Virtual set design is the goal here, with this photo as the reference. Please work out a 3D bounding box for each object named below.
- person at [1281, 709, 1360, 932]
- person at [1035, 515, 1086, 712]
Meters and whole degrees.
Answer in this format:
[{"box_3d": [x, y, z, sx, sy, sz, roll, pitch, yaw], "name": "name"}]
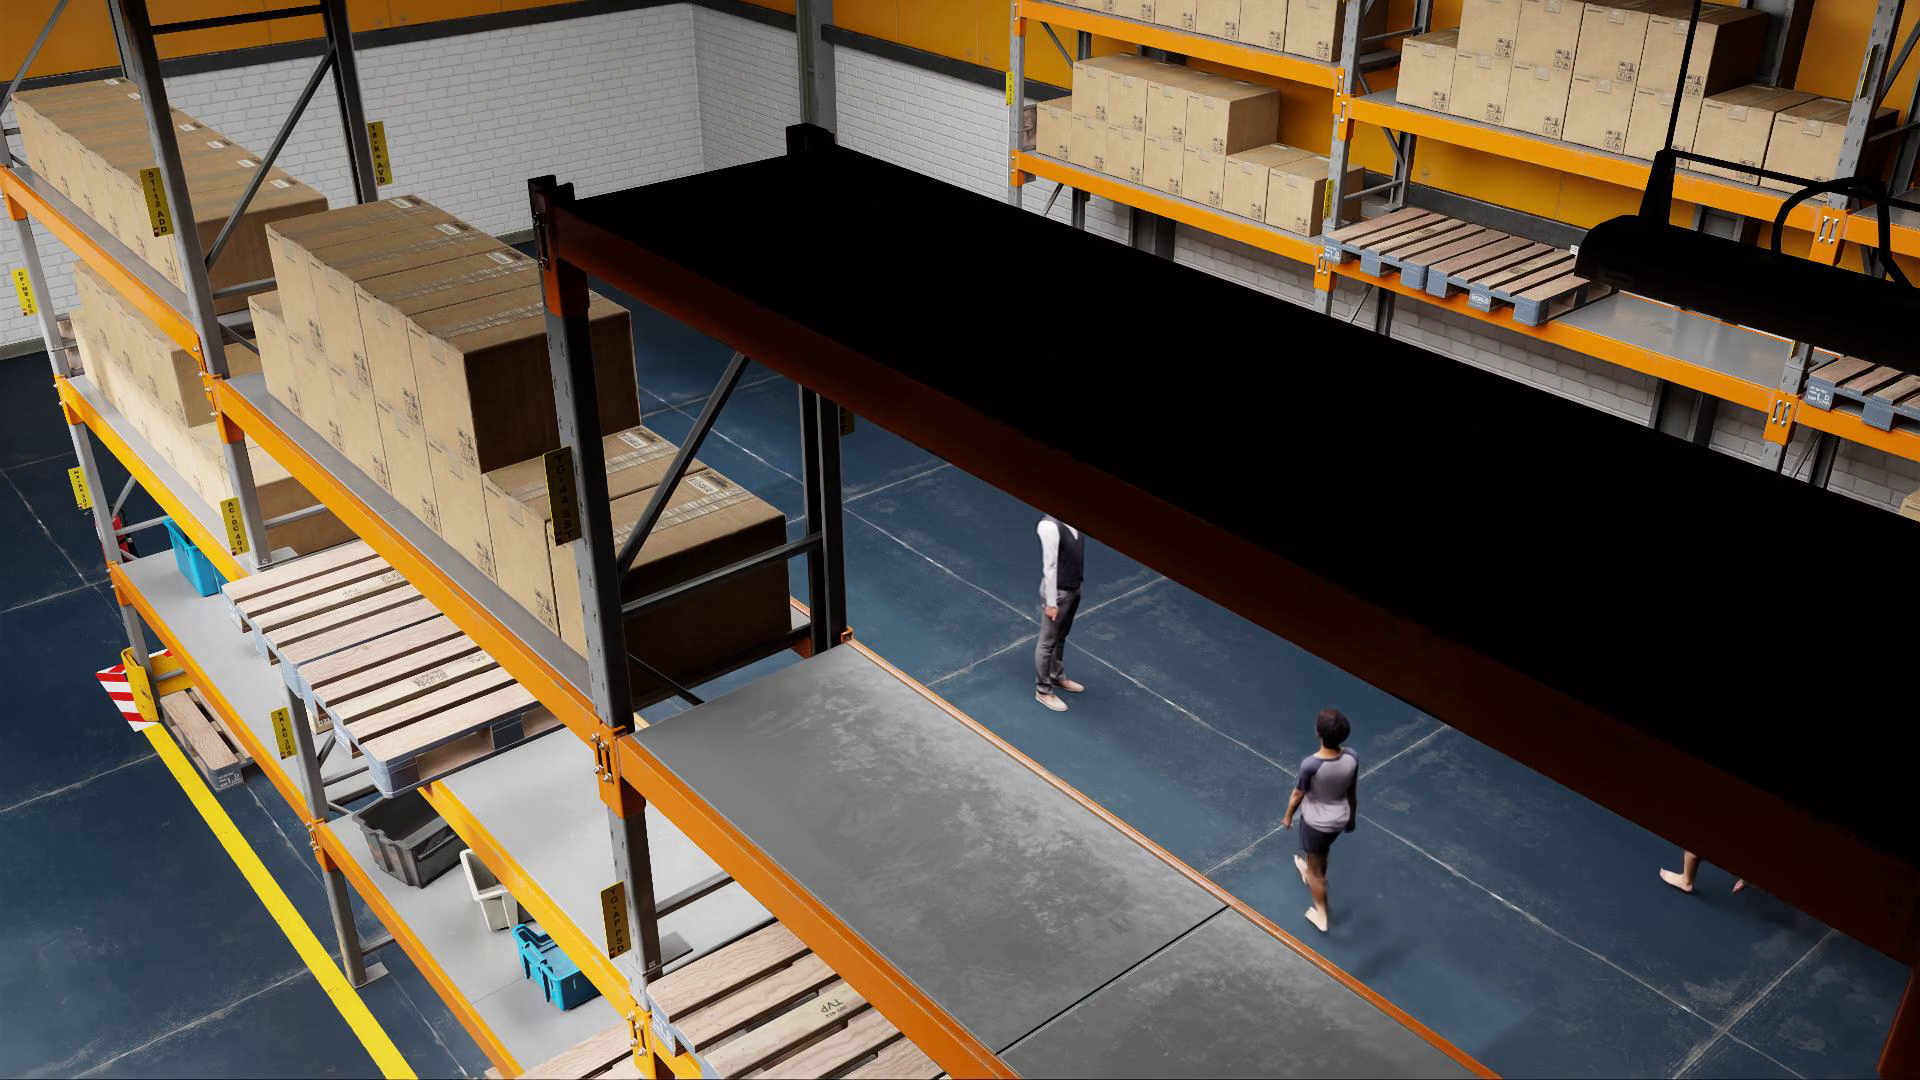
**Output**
[{"box_3d": [2.346, 1.802, 10.525, 0.763, 1.536, 0.966, -10, 30, -17], "name": "person"}, {"box_3d": [0.770, 0.359, 12.750, 0.678, 1.938, 0.730, 16, 32, 27], "name": "person"}]
